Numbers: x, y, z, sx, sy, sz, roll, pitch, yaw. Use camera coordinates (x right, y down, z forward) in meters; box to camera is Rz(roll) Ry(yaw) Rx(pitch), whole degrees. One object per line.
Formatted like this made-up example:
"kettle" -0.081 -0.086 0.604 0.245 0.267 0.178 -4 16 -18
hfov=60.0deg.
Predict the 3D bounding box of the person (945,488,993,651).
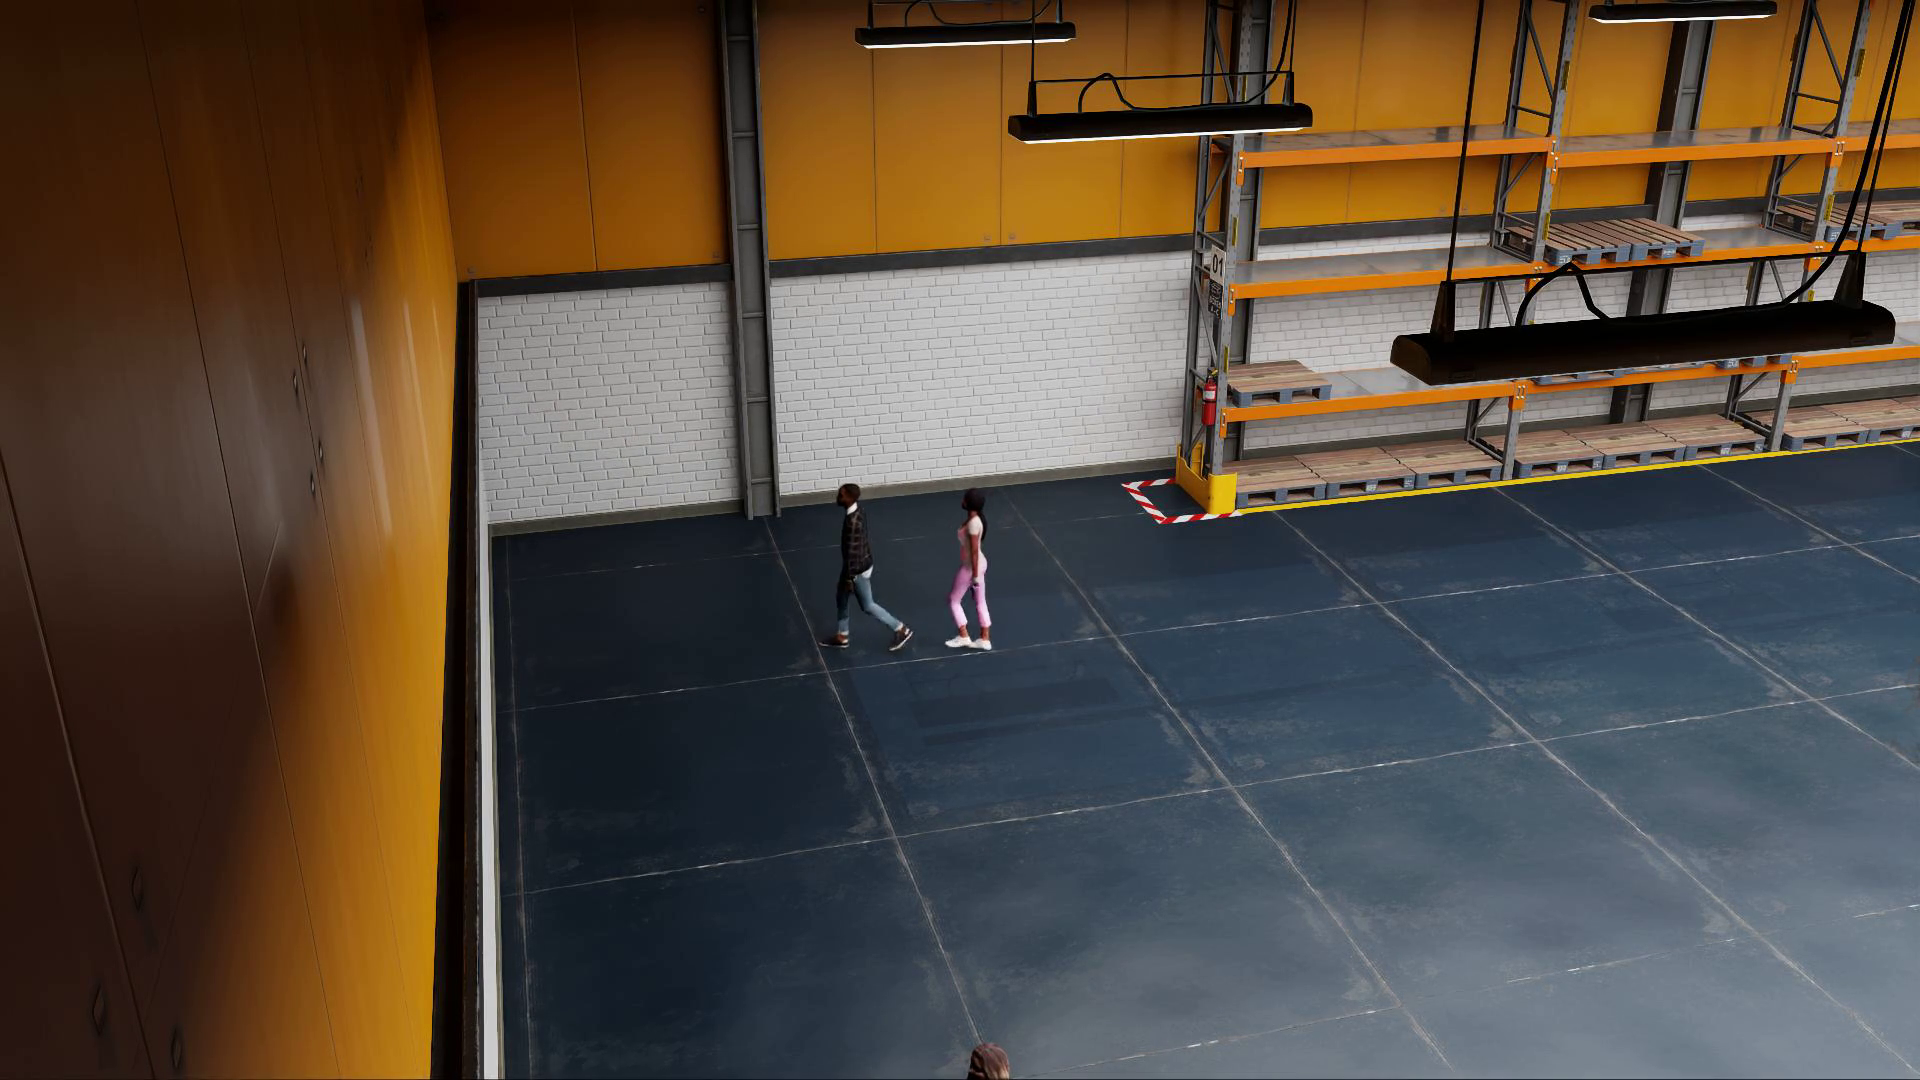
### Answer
"person" 0.213 0.358 16.516 0.813 1.620 0.738 5 24 12

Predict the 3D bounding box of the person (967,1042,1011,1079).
"person" 0.150 3.488 9.272 0.651 1.687 0.668 -16 28 -33

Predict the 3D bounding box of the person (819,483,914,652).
"person" -0.913 0.297 16.449 1.248 1.784 0.864 -1 24 -3
